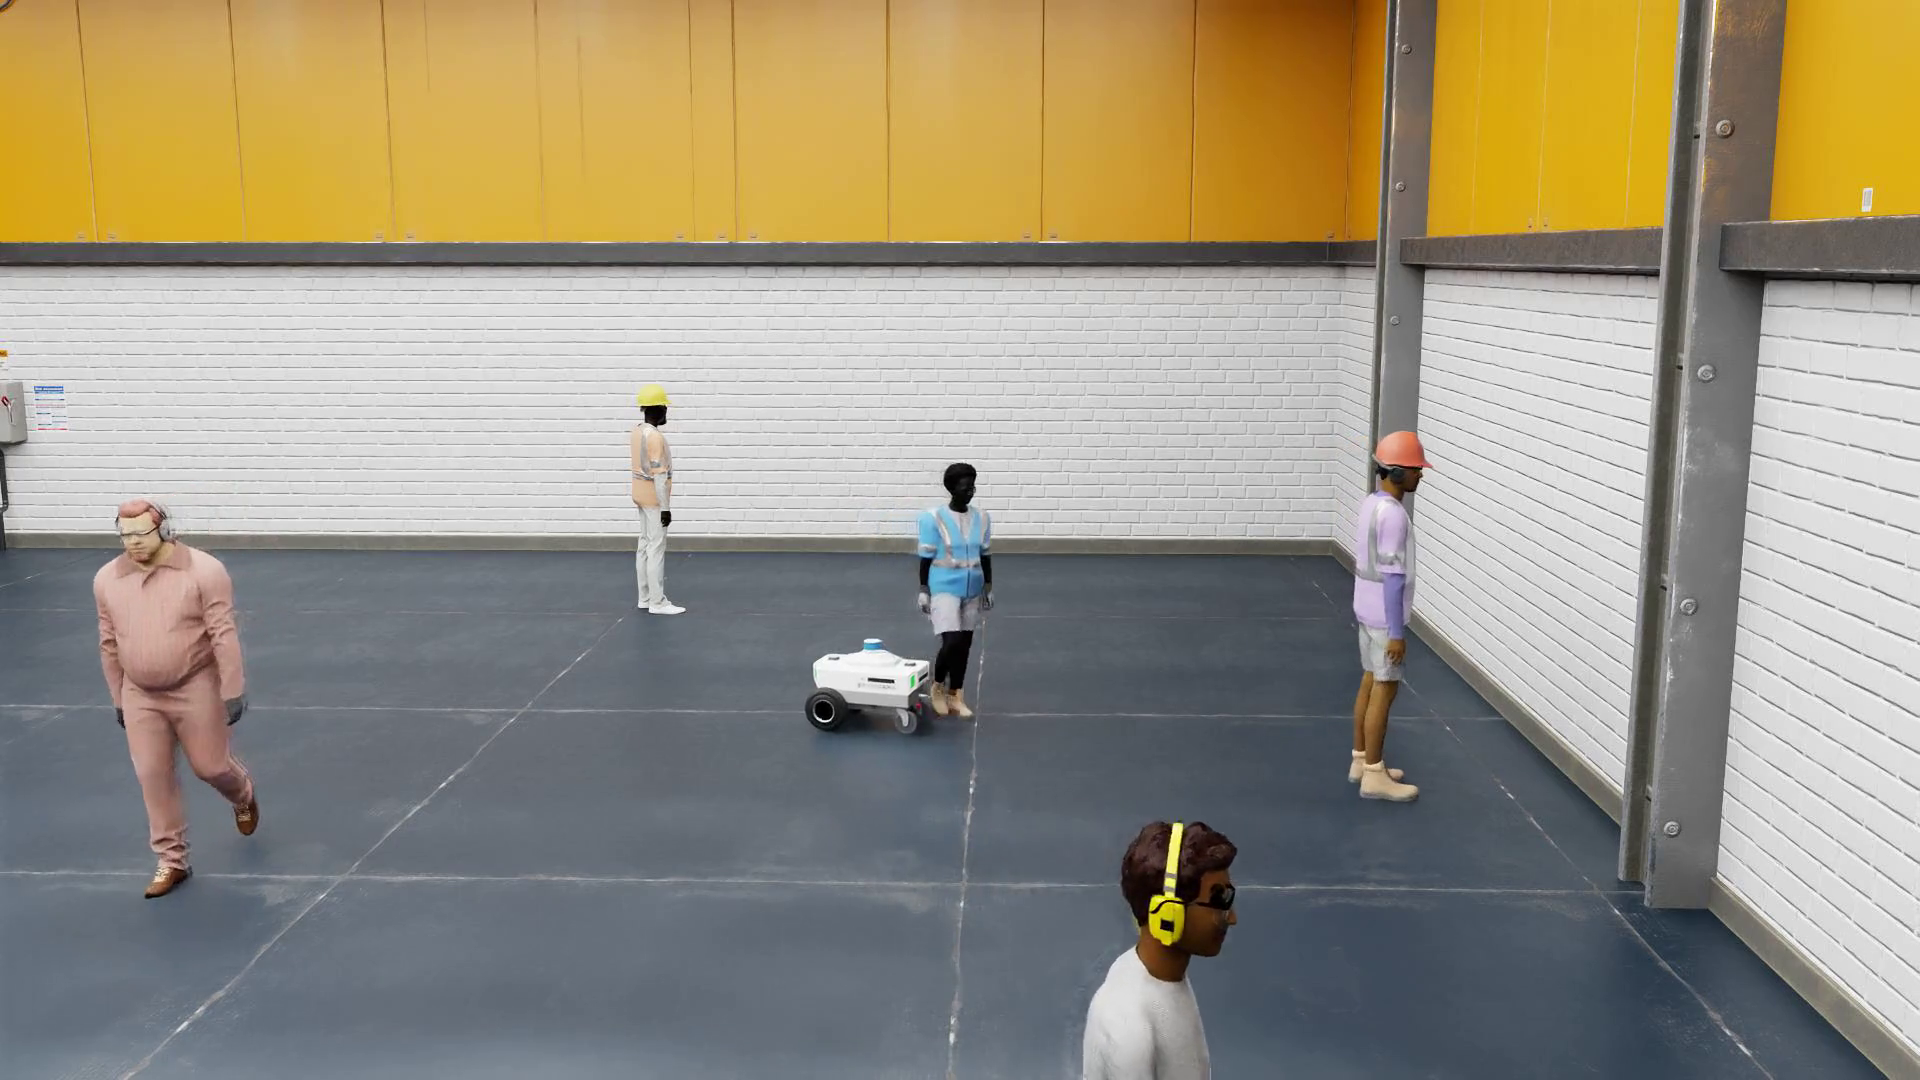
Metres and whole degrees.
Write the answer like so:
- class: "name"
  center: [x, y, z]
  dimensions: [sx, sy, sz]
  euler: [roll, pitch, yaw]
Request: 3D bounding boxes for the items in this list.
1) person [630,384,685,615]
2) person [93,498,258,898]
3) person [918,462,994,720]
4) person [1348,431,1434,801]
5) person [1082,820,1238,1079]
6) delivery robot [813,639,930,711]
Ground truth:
- class: "person"
  center: [-2.562, -0.338, 13.941]
  dimensions: [0.355, 1.930, 0.587]
  euler: [-5, 11, -29]
- class: "person"
  center: [-3.755, 0.704, 8.004]
  dimensions: [0.684, 1.878, 0.744]
  euler: [0, 10, -2]
- class: "person"
  center: [-0.008, 0.336, 10.675]
  dimensions: [0.542, 1.681, 0.370]
  euler: [-7, 12, -34]
- class: "person"
  center: [2.391, 0.411, 9.230]
  dimensions: [0.394, 2.040, 0.615]
  euler: [0, 10, 2]
- class: "person"
  center: [0.361, 1.483, 3.518]
  dimensions: [0.645, 1.851, 0.531]
  euler: [3, 10, 19]
- class: "delivery robot"
  center: [-0.559, 0.874, 10.590]
  dimensions: [0.707, 0.478, 0.477]
  euler: [3, 10, 17]
